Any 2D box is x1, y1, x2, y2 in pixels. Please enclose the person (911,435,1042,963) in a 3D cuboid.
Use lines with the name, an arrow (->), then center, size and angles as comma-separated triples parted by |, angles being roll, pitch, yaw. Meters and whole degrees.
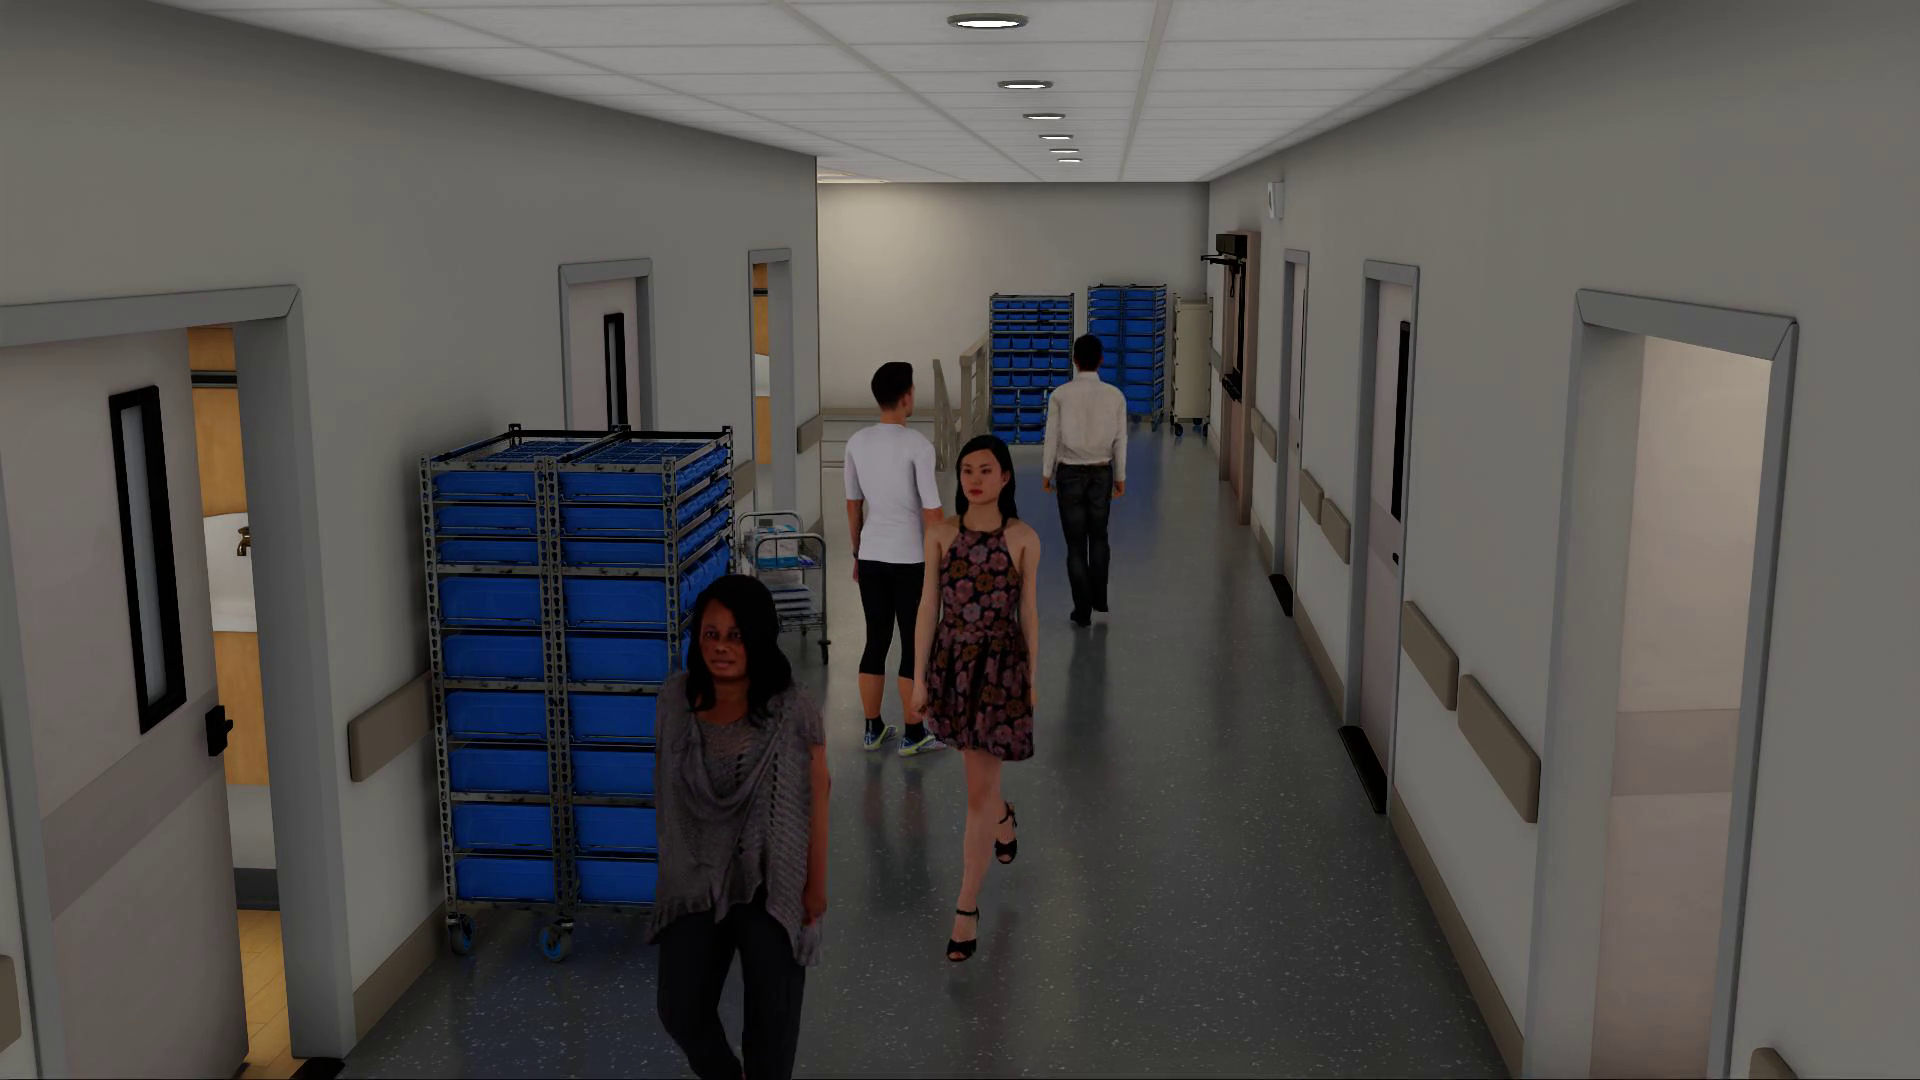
person -> 0.075, 0.519, 5.873 | 0.719, 1.728, 1.204 | 2, 11, 13

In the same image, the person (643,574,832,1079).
person -> -0.568, 0.855, 4.440 | 0.642, 1.602, 0.632 | 1, 11, 8

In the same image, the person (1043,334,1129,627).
person -> 0.781, -0.347, 10.249 | 0.720, 1.797, 0.699 | -1, 11, -7

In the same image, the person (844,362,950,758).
person -> -0.307, 0.087, 7.821 | 0.746, 1.851, 0.733 | 7, 13, 32
